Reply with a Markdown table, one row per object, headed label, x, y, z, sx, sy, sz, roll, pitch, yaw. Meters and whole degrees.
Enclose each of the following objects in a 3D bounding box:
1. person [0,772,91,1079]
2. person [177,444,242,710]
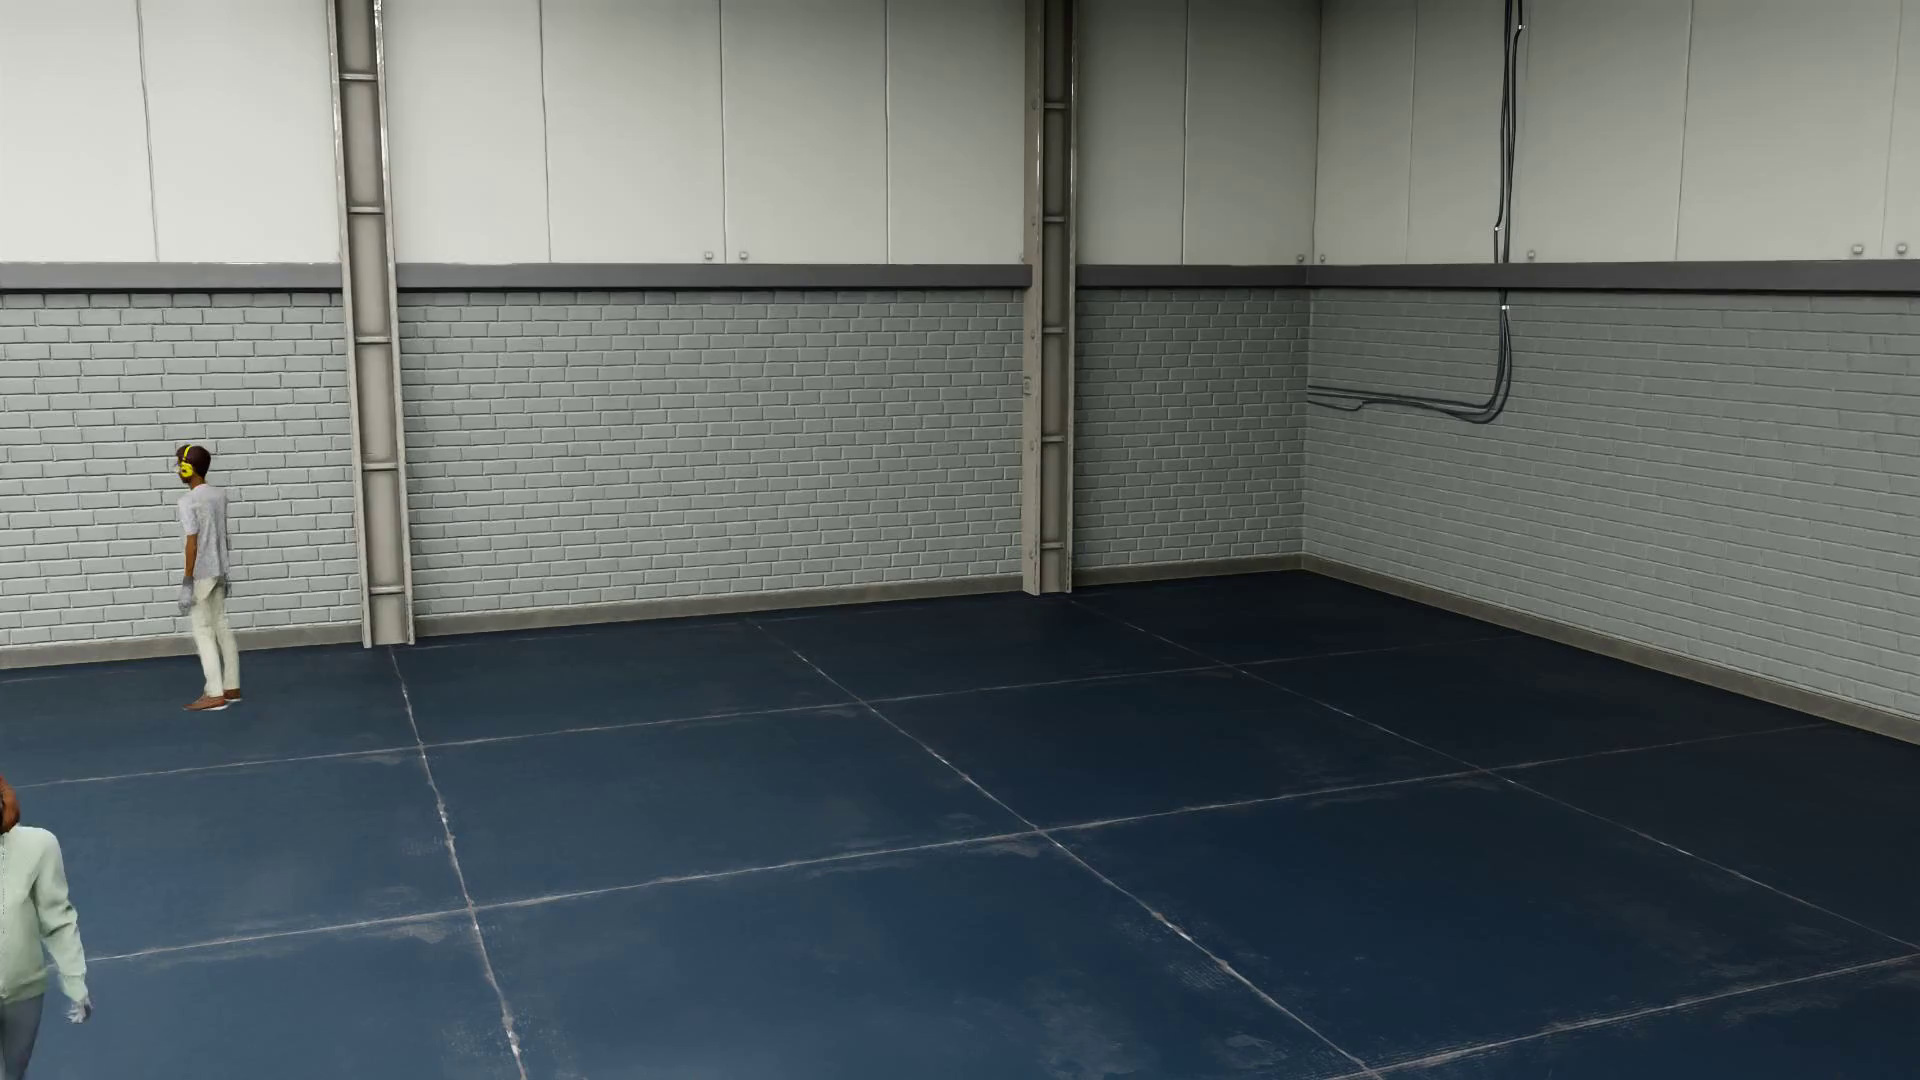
| label | x | y | z | sx | sy | sz | roll | pitch | yaw |
| --- | --- | --- | --- | --- | --- | --- | --- | --- | --- |
| person | -3.003 | 1.428 | 5.164 | 0.841 | 1.589 | 0.512 | 7 | 11 | 37 |
| person | -5.286 | 0.258 | 11.637 | 0.309 | 1.868 | 0.532 | 1 | 9 | 9 |
